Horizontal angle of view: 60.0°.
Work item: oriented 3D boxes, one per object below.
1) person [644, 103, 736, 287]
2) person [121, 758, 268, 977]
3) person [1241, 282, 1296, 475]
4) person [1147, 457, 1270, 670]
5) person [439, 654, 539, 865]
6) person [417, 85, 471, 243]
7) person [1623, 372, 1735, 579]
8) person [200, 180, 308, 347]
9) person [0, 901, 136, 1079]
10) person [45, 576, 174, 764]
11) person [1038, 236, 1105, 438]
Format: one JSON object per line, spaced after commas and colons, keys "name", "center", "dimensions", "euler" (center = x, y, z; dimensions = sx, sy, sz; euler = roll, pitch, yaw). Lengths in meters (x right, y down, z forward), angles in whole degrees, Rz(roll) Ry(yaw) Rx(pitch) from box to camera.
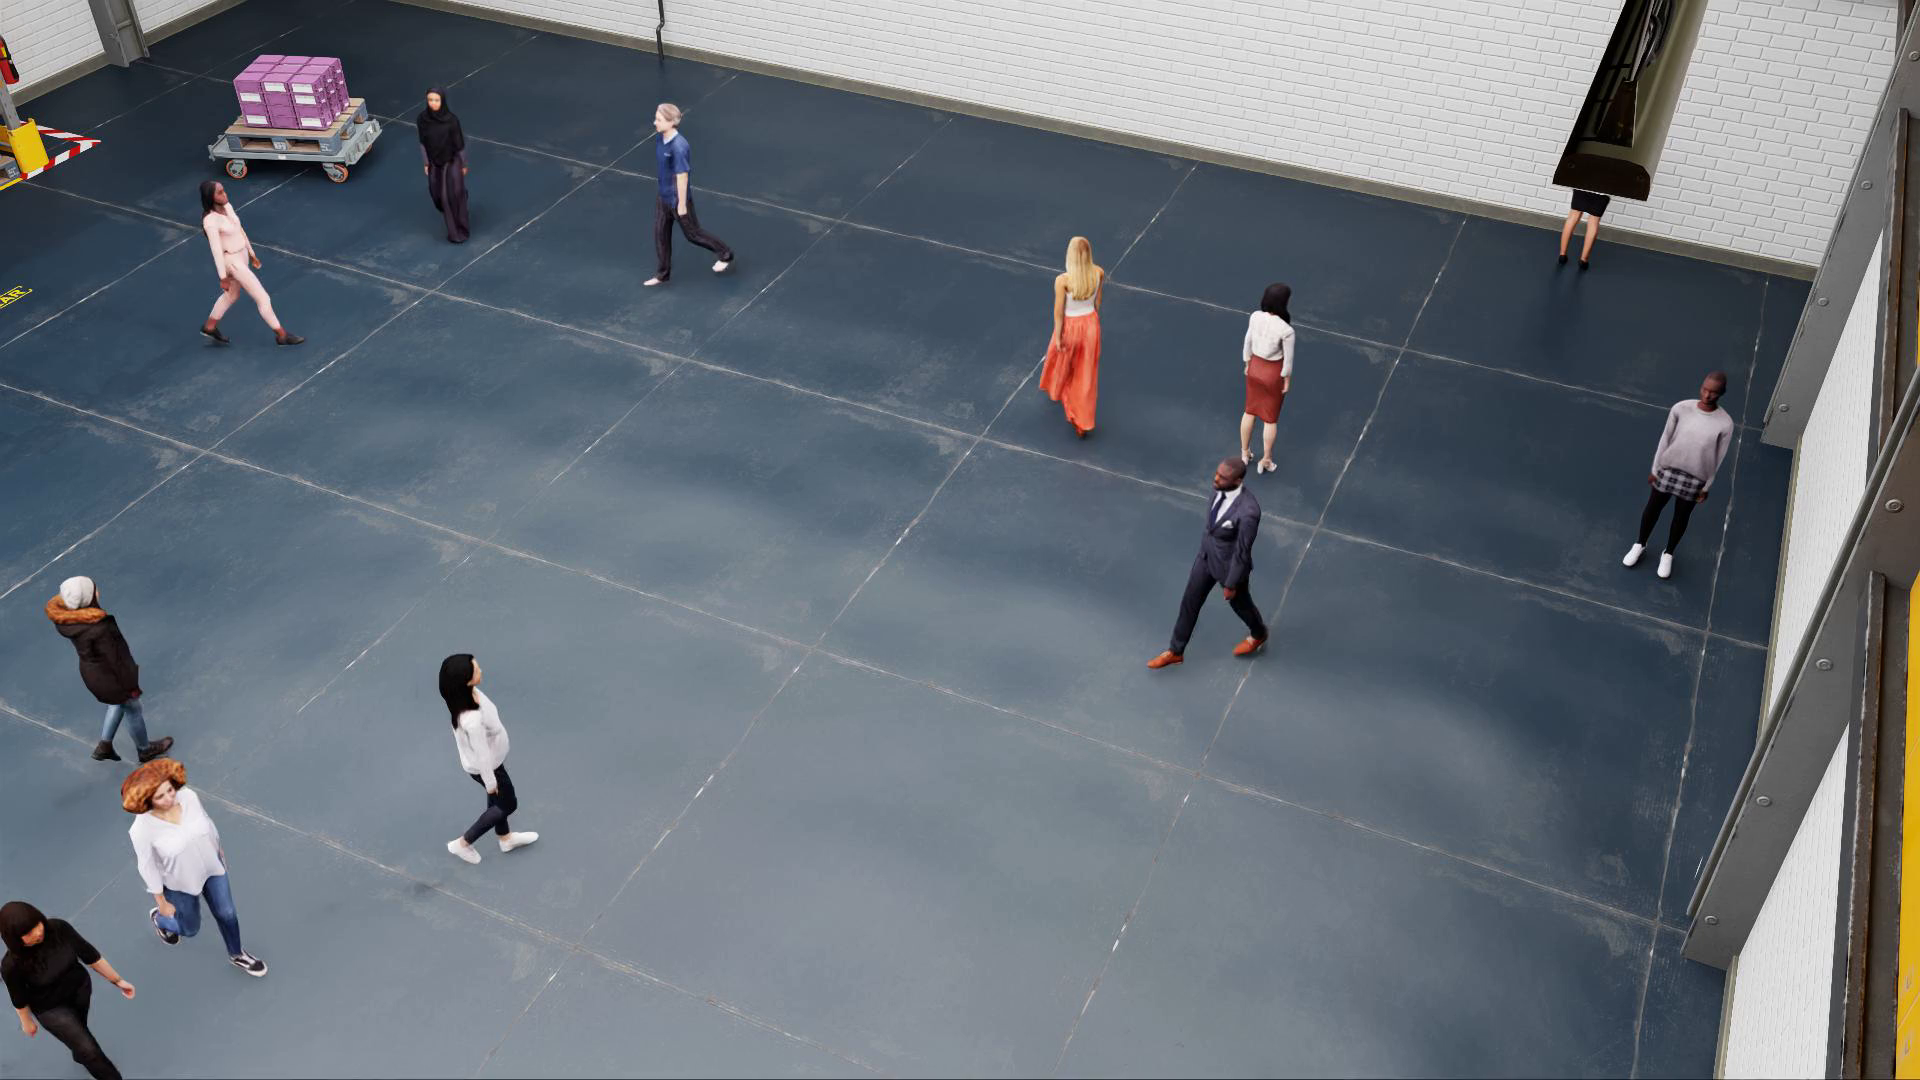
{"name": "person", "center": [-2.651, -3.322, 16.050], "dimensions": [1.253, 1.833, 1.063], "euler": [-21, 43, -25]}
{"name": "person", "center": [-4.520, 1.890, 9.636], "dimensions": [0.770, 1.693, 0.905], "euler": [23, 44, 26]}
{"name": "person", "center": [2.508, -1.321, 13.611], "dimensions": [0.657, 1.750, 0.625], "euler": [31, 48, 33]}
{"name": "person", "center": [1.936, 0.163, 11.723], "dimensions": [1.284, 1.787, 1.179], "euler": [-15, 41, -18]}
{"name": "person", "center": [-3.019, 1.384, 10.270], "dimensions": [0.931, 1.693, 0.856], "euler": [-17, 42, -20]}
{"name": "person", "center": [-5.219, -3.870, 16.925], "dimensions": [0.785, 1.597, 1.001], "euler": [3, 39, 4]}
{"name": "person", "center": [5.478, -0.517, 12.587], "dimensions": [0.645, 1.771, 0.579], "euler": [23, 44, 26]}
{"name": "person", "center": [-6.665, -2.472, 15.107], "dimensions": [1.076, 1.681, 1.207], "euler": [-2, 39, -3]}
{"name": "person", "center": [-4.921, 2.446, 9.007], "dimensions": [0.681, 1.609, 0.958], "euler": [13, 40, 16]}
{"name": "person", "center": [-5.652, 0.904, 10.924], "dimensions": [0.708, 1.626, 0.792], "euler": [25, 45, 28]}
{"name": "person", "center": [1.035, -1.681, 14.050], "dimensions": [1.100, 1.764, 1.213], "euler": [-9, 39, -11]}
